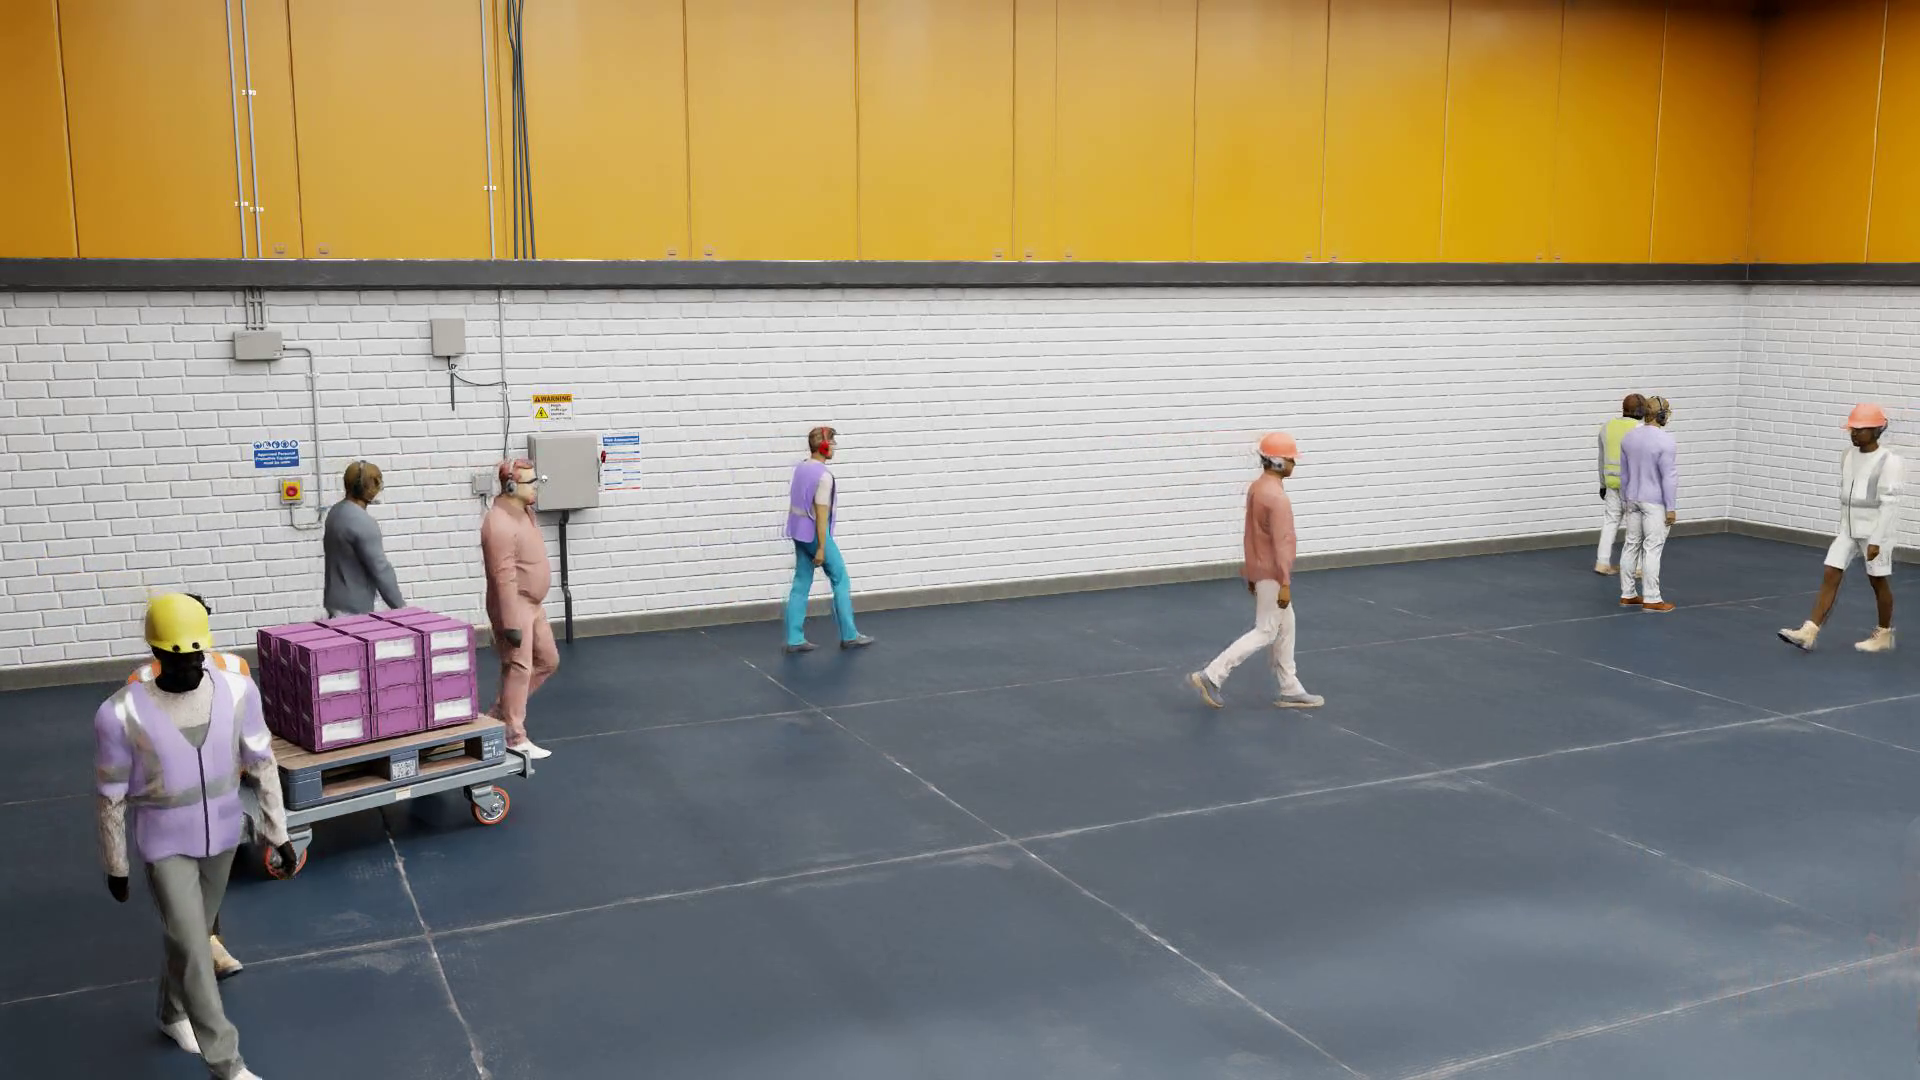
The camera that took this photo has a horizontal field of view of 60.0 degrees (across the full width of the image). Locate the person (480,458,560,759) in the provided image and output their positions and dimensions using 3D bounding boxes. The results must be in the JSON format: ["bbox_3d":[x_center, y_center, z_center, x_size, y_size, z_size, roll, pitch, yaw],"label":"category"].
[{"bbox_3d":[-2.727,0.434,10.335,0.418,1.892,0.667,0,9,-2],"label":"person"}]

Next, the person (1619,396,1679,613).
[{"bbox_3d":[6.164,-0.321,14.877,0.372,1.940,0.631,-3,10,-21],"label":"person"}]

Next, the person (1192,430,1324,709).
[{"bbox_3d":[2.072,0.223,11.441,0.901,1.964,0.627,-1,9,-4],"label":"person"}]

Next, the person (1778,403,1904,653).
[{"bbox_3d":[7.016,-0.067,13.105,1.003,1.995,0.639,-2,9,-14],"label":"person"}]

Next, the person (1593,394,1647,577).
[{"bbox_3d":[6.628,-0.526,16.541,0.501,1.850,0.639,-5,10,-26],"label":"person"}]

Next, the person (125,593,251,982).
[{"bbox_3d":[-3.261,1.052,7.198,0.845,1.649,0.550,9,13,43],"label":"person"}]

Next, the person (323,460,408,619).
[{"bbox_3d":[-3.706,0.429,10.417,1.079,1.866,0.634,-6,11,-32],"label":"person"}]

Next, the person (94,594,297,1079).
[{"bbox_3d":[-2.831,1.116,6.199,1.026,1.867,0.602,8,12,40],"label":"person"}]

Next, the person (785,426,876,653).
[{"bbox_3d":[-1.050,-0.002,13.312,0.844,1.809,0.572,-6,11,-34],"label":"person"}]
